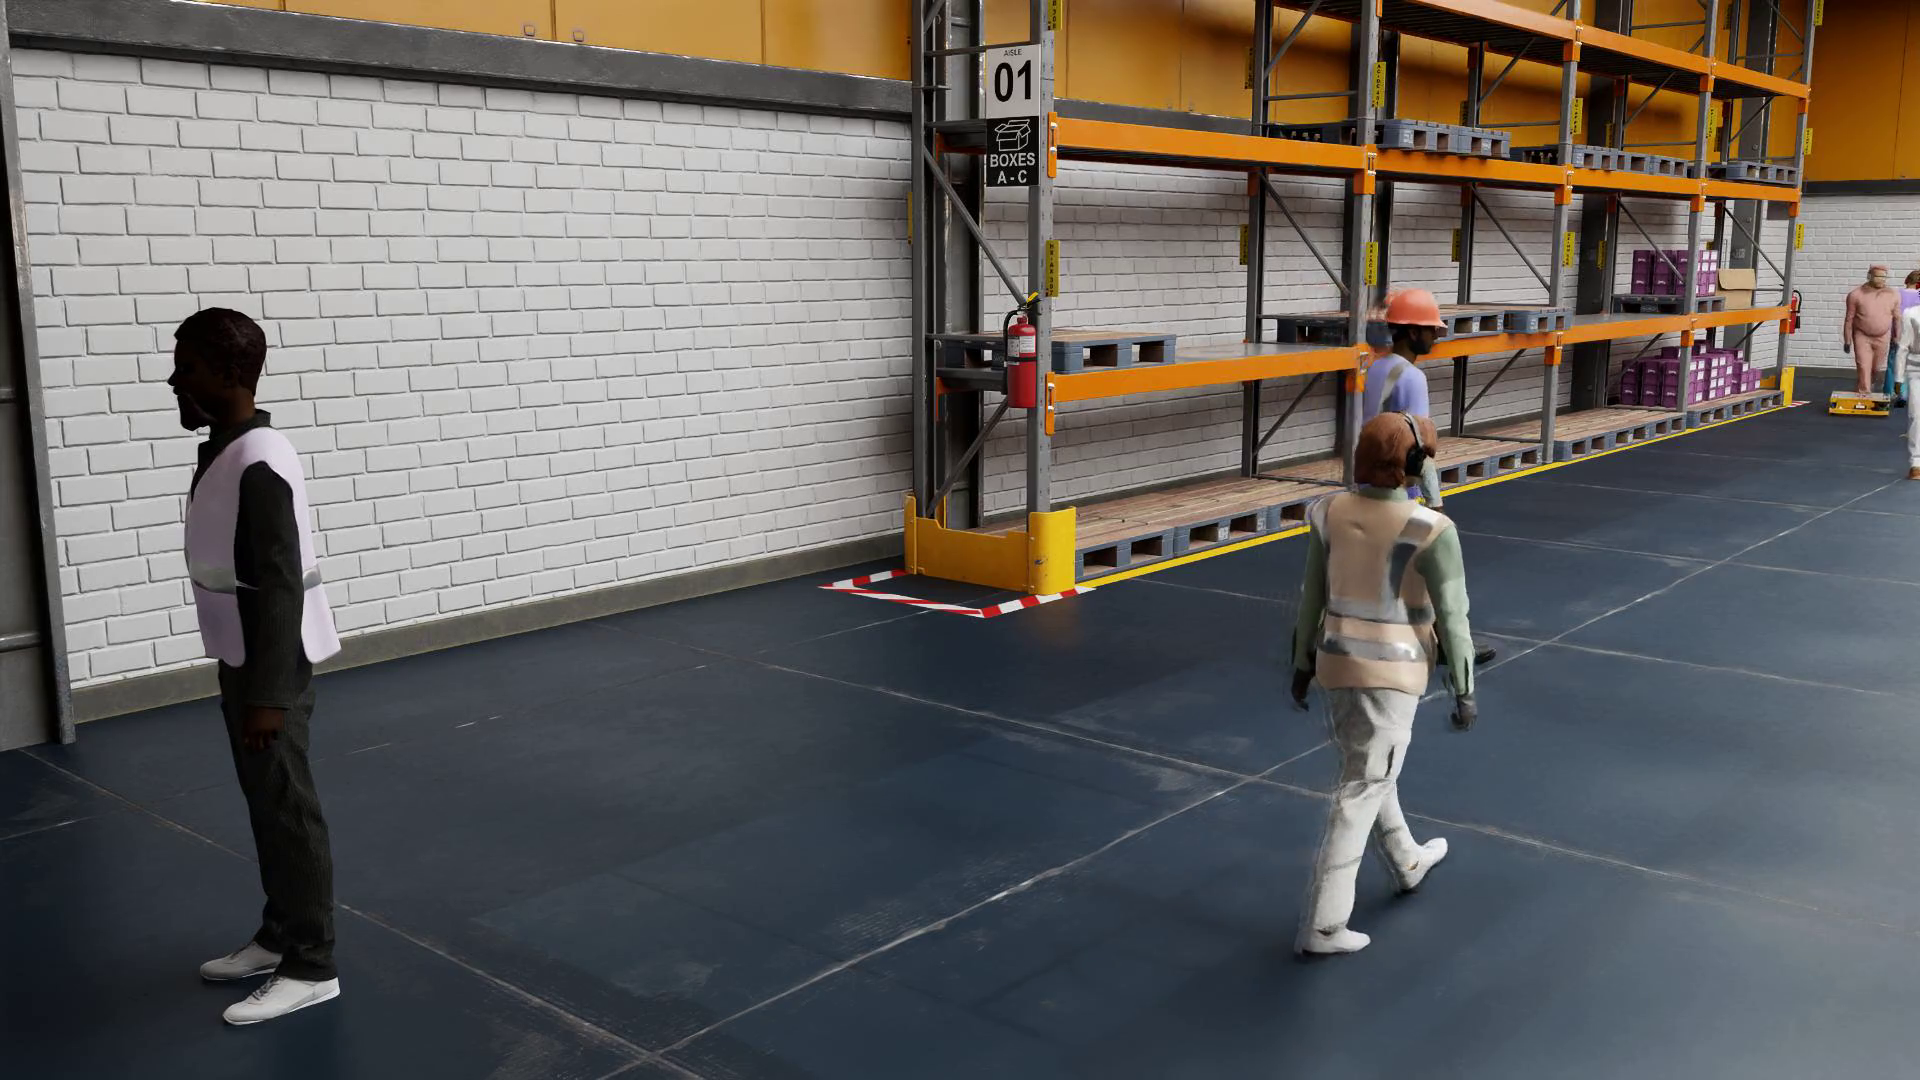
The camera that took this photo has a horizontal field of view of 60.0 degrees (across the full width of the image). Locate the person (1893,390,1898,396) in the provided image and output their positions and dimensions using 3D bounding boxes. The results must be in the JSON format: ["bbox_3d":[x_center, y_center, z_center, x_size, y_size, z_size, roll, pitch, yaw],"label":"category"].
[{"bbox_3d":[13.274,-2.882,22.728,0.918,1.970,0.603,4,11,22],"label":"person"}]

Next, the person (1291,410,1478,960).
[{"bbox_3d":[1.306,0.413,4.992,0.860,1.592,0.551,-7,12,-36],"label":"person"}]

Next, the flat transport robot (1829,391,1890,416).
[{"bbox_3d":[11.332,-1.725,20.937,0.652,0.197,1.431,5,11,28],"label":"flat transport robot"}]

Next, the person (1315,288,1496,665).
[{"bbox_3d":[2.140,-0.278,8.126,1.015,1.885,0.564,0,10,0],"label":"person"}]

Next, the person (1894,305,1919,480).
[{"bbox_3d":[8.665,-1.457,14.855,0.588,1.866,0.409,5,11,25],"label":"person"}]

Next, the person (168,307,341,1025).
[{"bbox_3d":[-1.899,0.335,4.518,0.392,1.920,0.587,-6,12,-30],"label":"person"}]

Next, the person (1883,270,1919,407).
[{"bbox_3d":[12.379,-2.643,21.846,0.655,1.795,0.849,5,11,27],"label":"person"}]

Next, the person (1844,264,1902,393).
[{"bbox_3d":[11.713,-2.601,21.378,0.685,1.873,0.856,3,10,14],"label":"person"}]
